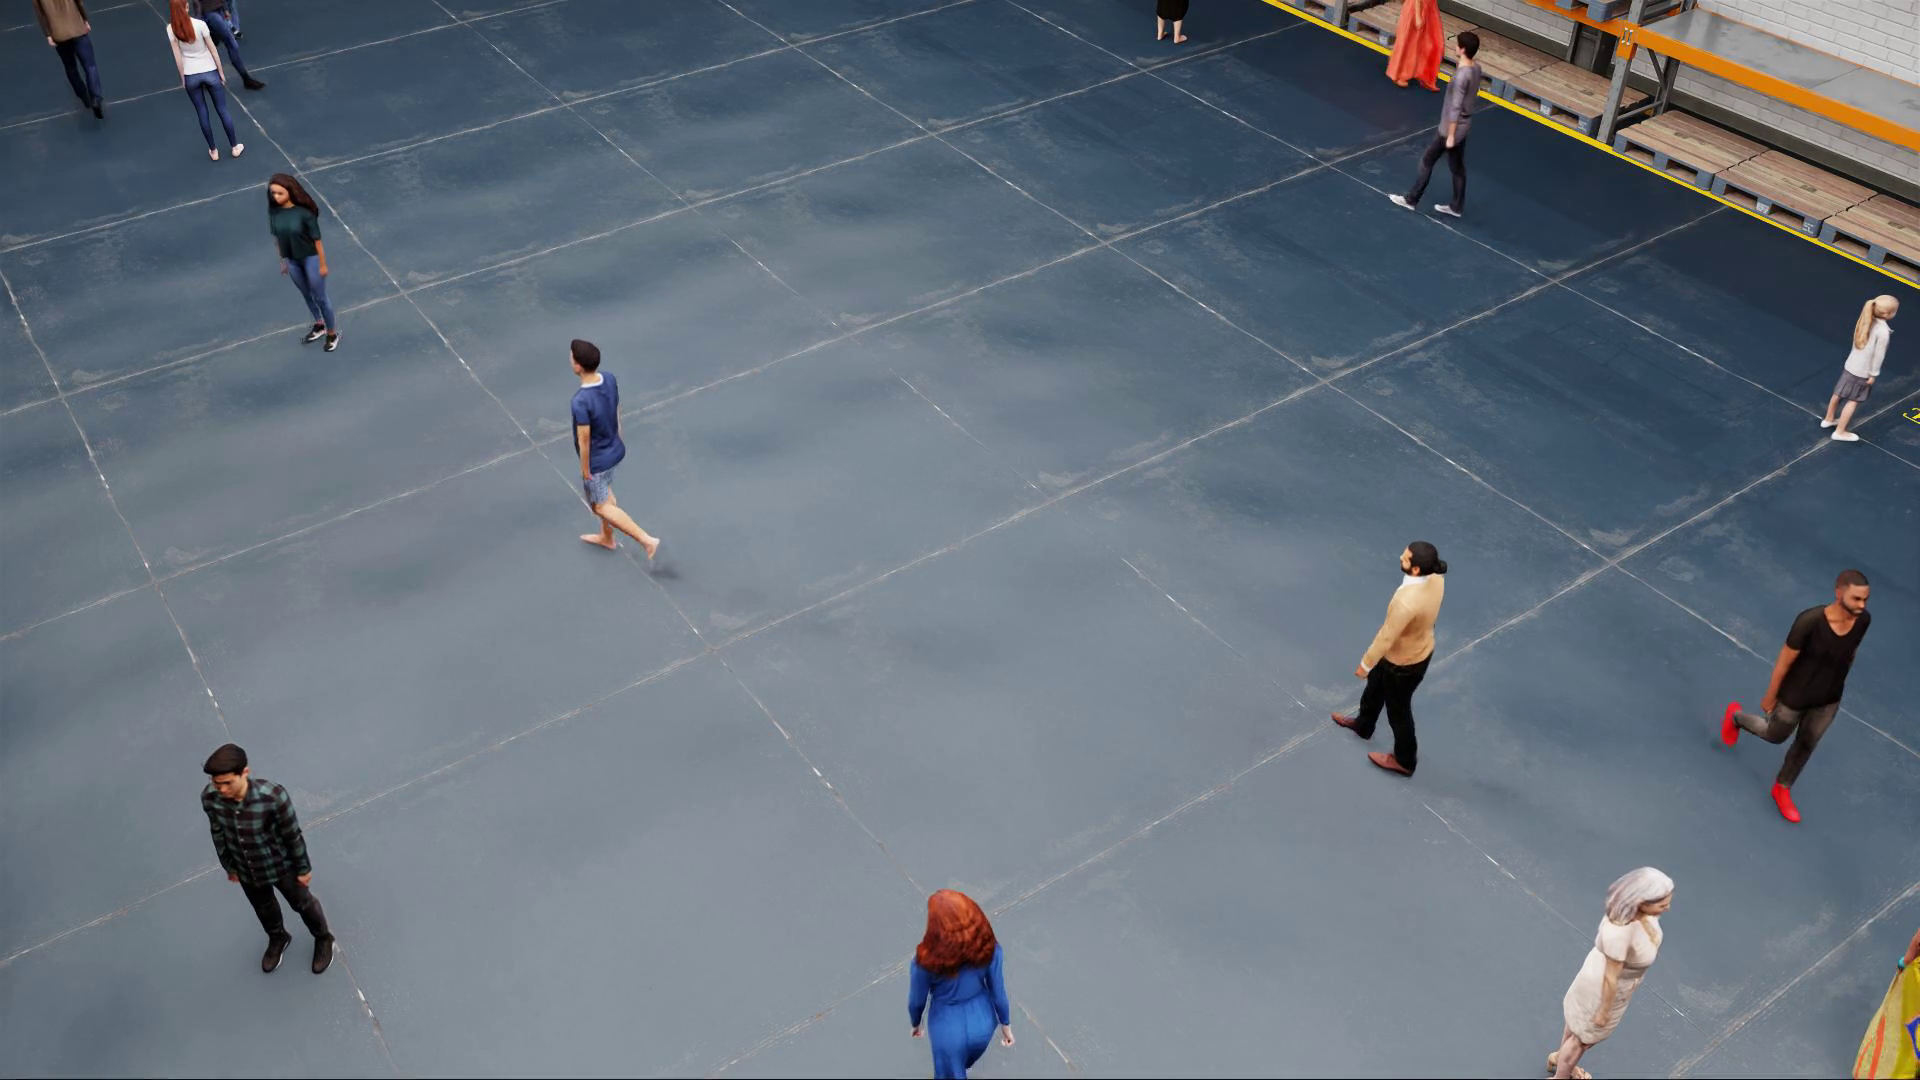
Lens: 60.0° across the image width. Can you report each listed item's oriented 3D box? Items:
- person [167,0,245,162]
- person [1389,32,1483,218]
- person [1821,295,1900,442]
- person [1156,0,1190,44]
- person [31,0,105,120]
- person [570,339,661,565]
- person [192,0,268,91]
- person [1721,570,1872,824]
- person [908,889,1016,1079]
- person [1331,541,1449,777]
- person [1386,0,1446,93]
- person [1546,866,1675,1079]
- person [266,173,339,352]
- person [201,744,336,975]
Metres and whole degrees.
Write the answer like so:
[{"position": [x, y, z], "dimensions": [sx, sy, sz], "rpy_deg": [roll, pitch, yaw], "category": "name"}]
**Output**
[{"position": [-7.851, -4.790, 17.203], "dimensions": [0.626, 1.737, 0.602], "rpy_deg": [-13, 40, -15], "category": "person"}, {"position": [4.866, -3.970, 16.101], "dimensions": [1.056, 1.830, 0.906], "rpy_deg": [24, 45, 27], "category": "person"}, {"position": [7.229, -1.399, 13.327], "dimensions": [0.657, 1.275, 0.580], "rpy_deg": [-3, 39, -3], "category": "person"}, {"position": [2.534, -6.715, 19.703], "dimensions": [0.627, 1.625, 0.714], "rpy_deg": [20, 43, 24], "category": "person"}, {"position": [-9.615, -5.457, 17.940], "dimensions": [0.793, 1.861, 1.152], "rpy_deg": [-16, 41, -19], "category": "person"}, {"position": [-2.500, -0.594, 11.874], "dimensions": [1.098, 1.830, 0.924], "rpy_deg": [16, 41, 19], "category": "person"}, {"position": [-8.412, -5.821, 18.517], "dimensions": [1.137, 1.708, 1.148], "rpy_deg": [2, 39, 2], "category": "person"}, {"position": [5.097, 0.847, 10.105], "dimensions": [0.930, 1.787, 1.119], "rpy_deg": [-6, 39, -7], "category": "person"}, {"position": [0.031, 2.497, 8.057], "dimensions": [0.900, 1.764, 1.246], "rpy_deg": [-7, 39, -9], "category": "person"}, {"position": [2.810, 0.763, 10.255], "dimensions": [1.000, 1.730, 0.865], "rpy_deg": [20, 43, 23], "category": "person"}, {"position": [5.068, -5.926, 18.590], "dimensions": [0.642, 1.780, 0.893], "rpy_deg": [-22, 43, -25], "category": "person"}, {"position": [3.245, 2.252, 8.385], "dimensions": [0.695, 1.738, 0.683], "rpy_deg": [18, 42, 21], "category": "person"}, {"position": [-5.663, -2.444, 14.365], "dimensions": [0.743, 1.614, 0.806], "rpy_deg": [11, 40, 14], "category": "person"}, {"position": [-3.802, 1.728, 9.080], "dimensions": [0.737, 1.709, 0.741], "rpy_deg": [2, 39, 2], "category": "person"}]
